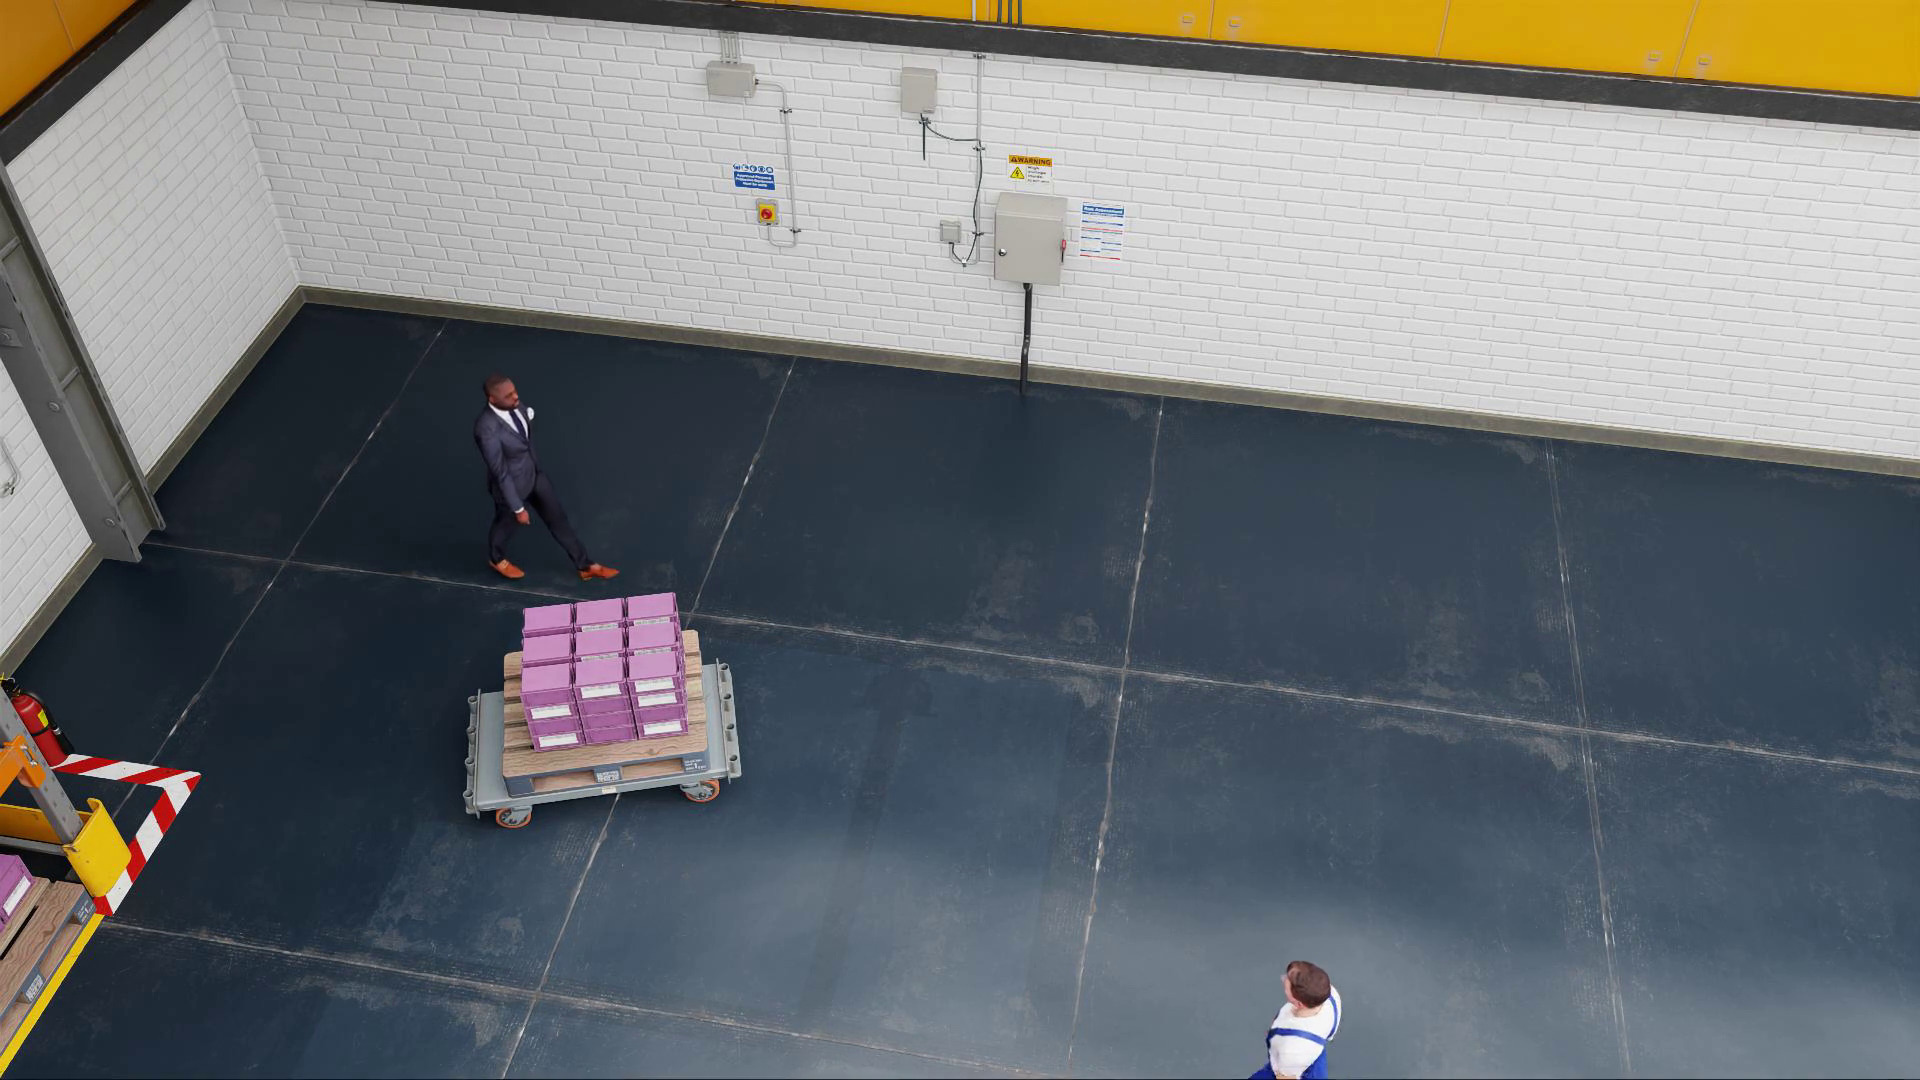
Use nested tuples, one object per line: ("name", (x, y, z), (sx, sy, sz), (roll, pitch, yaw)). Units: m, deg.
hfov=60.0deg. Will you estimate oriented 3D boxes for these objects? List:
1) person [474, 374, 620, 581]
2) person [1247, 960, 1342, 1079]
("person", (-3.037, -0.378, 11.131), (0.849, 1.775, 1.157), (11, 45, 11))
("person", (1.675, 2.614, 7.957), (1.104, 1.821, 1.243), (29, 51, 27))
